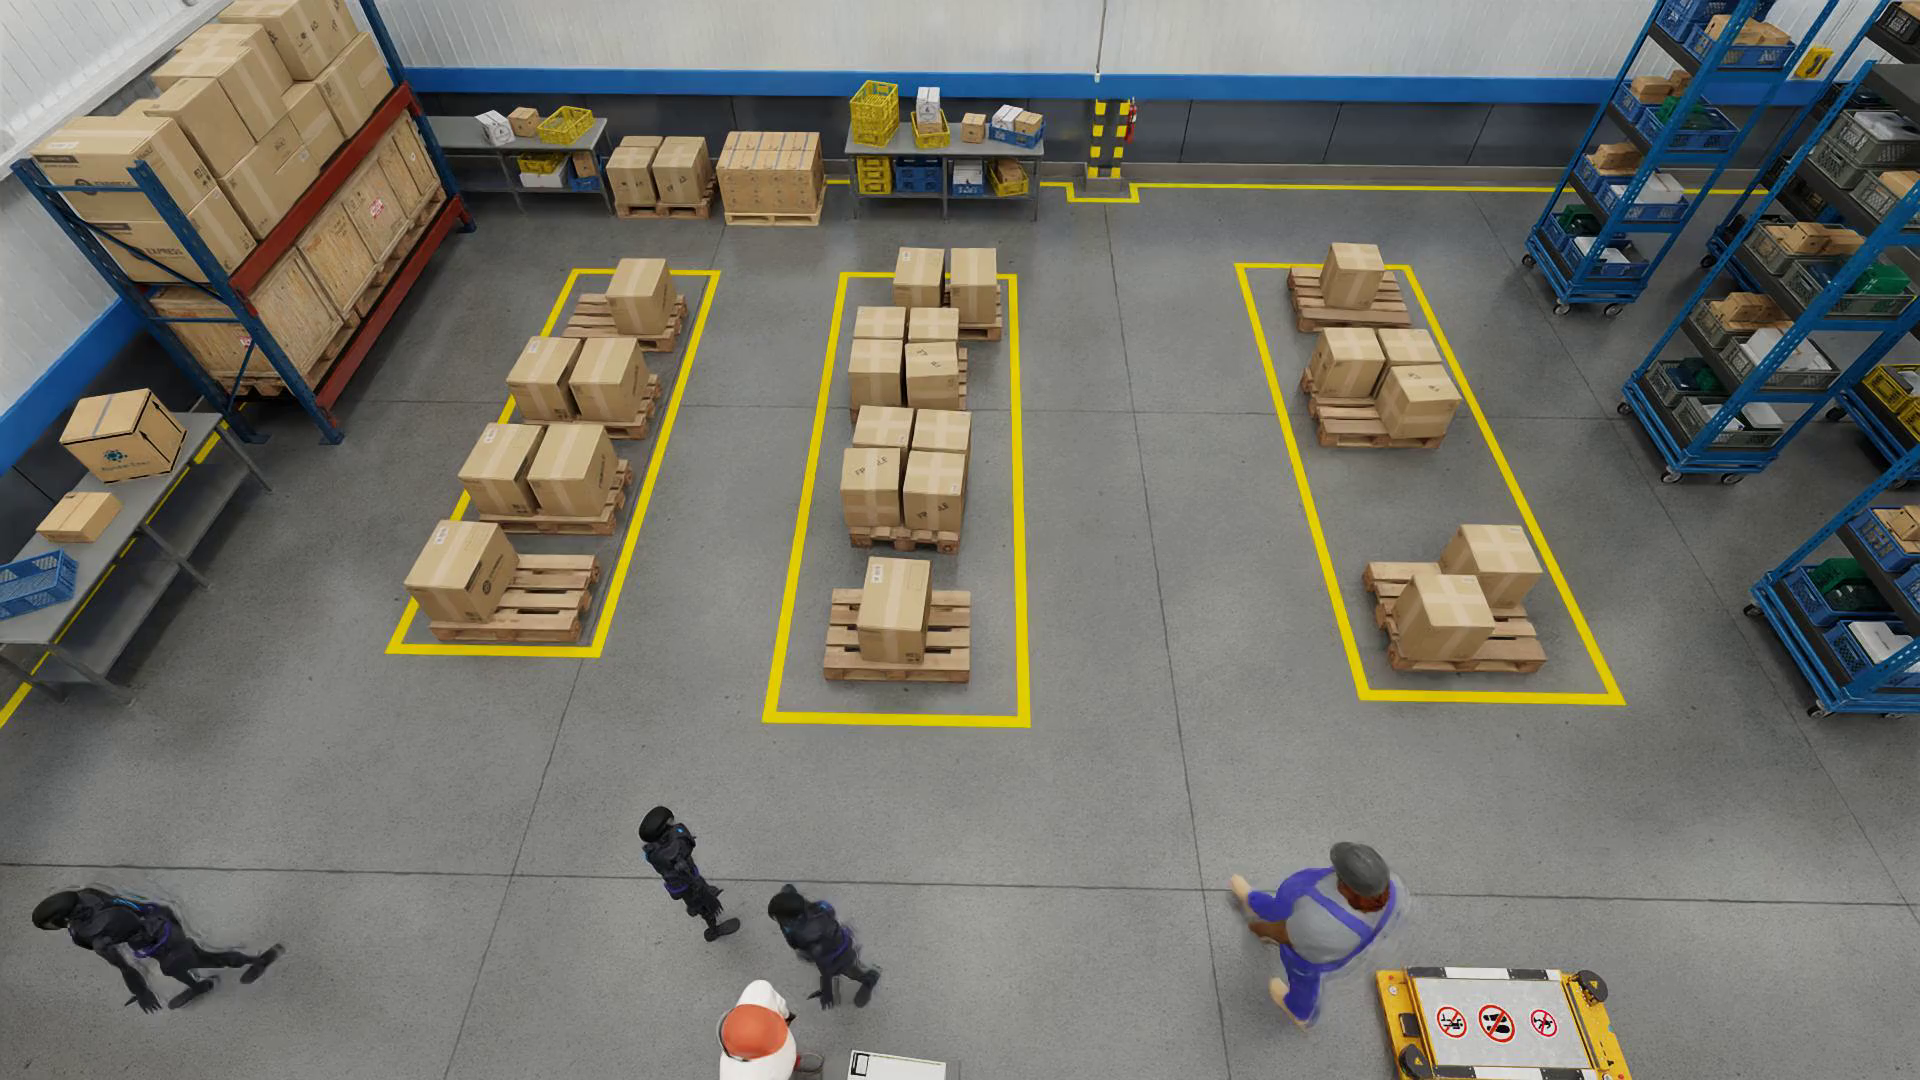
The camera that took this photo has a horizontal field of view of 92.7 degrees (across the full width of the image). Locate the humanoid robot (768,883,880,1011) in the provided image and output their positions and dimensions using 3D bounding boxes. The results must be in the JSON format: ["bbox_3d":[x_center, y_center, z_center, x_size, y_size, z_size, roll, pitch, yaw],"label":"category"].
[{"bbox_3d":[-0.840,2.445,5.590,0.529,1.622,0.620,-29,57,-22],"label":"humanoid robot"}]

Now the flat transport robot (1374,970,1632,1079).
[{"bbox_3d":[3.501,3.133,5.914,1.431,0.197,0.652,1,51,1],"label":"flat transport robot"}]

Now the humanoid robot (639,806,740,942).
[{"bbox_3d":[-1.740,2.110,5.845,0.314,1.661,0.608,-32,58,-23],"label":"humanoid robot"}]

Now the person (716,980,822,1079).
[{"bbox_3d":[-1.030,2.876,5.037,0.405,1.986,0.615,3,51,3],"label":"person"}]

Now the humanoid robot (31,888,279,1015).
[{"bbox_3d":[-4.922,2.500,5.550,0.593,1.638,0.692,35,59,25],"label":"humanoid robot"}]

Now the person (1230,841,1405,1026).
[{"bbox_3d":[2.077,2.227,5.528,0.696,2.000,1.011,-26,56,-20],"label":"person"}]
